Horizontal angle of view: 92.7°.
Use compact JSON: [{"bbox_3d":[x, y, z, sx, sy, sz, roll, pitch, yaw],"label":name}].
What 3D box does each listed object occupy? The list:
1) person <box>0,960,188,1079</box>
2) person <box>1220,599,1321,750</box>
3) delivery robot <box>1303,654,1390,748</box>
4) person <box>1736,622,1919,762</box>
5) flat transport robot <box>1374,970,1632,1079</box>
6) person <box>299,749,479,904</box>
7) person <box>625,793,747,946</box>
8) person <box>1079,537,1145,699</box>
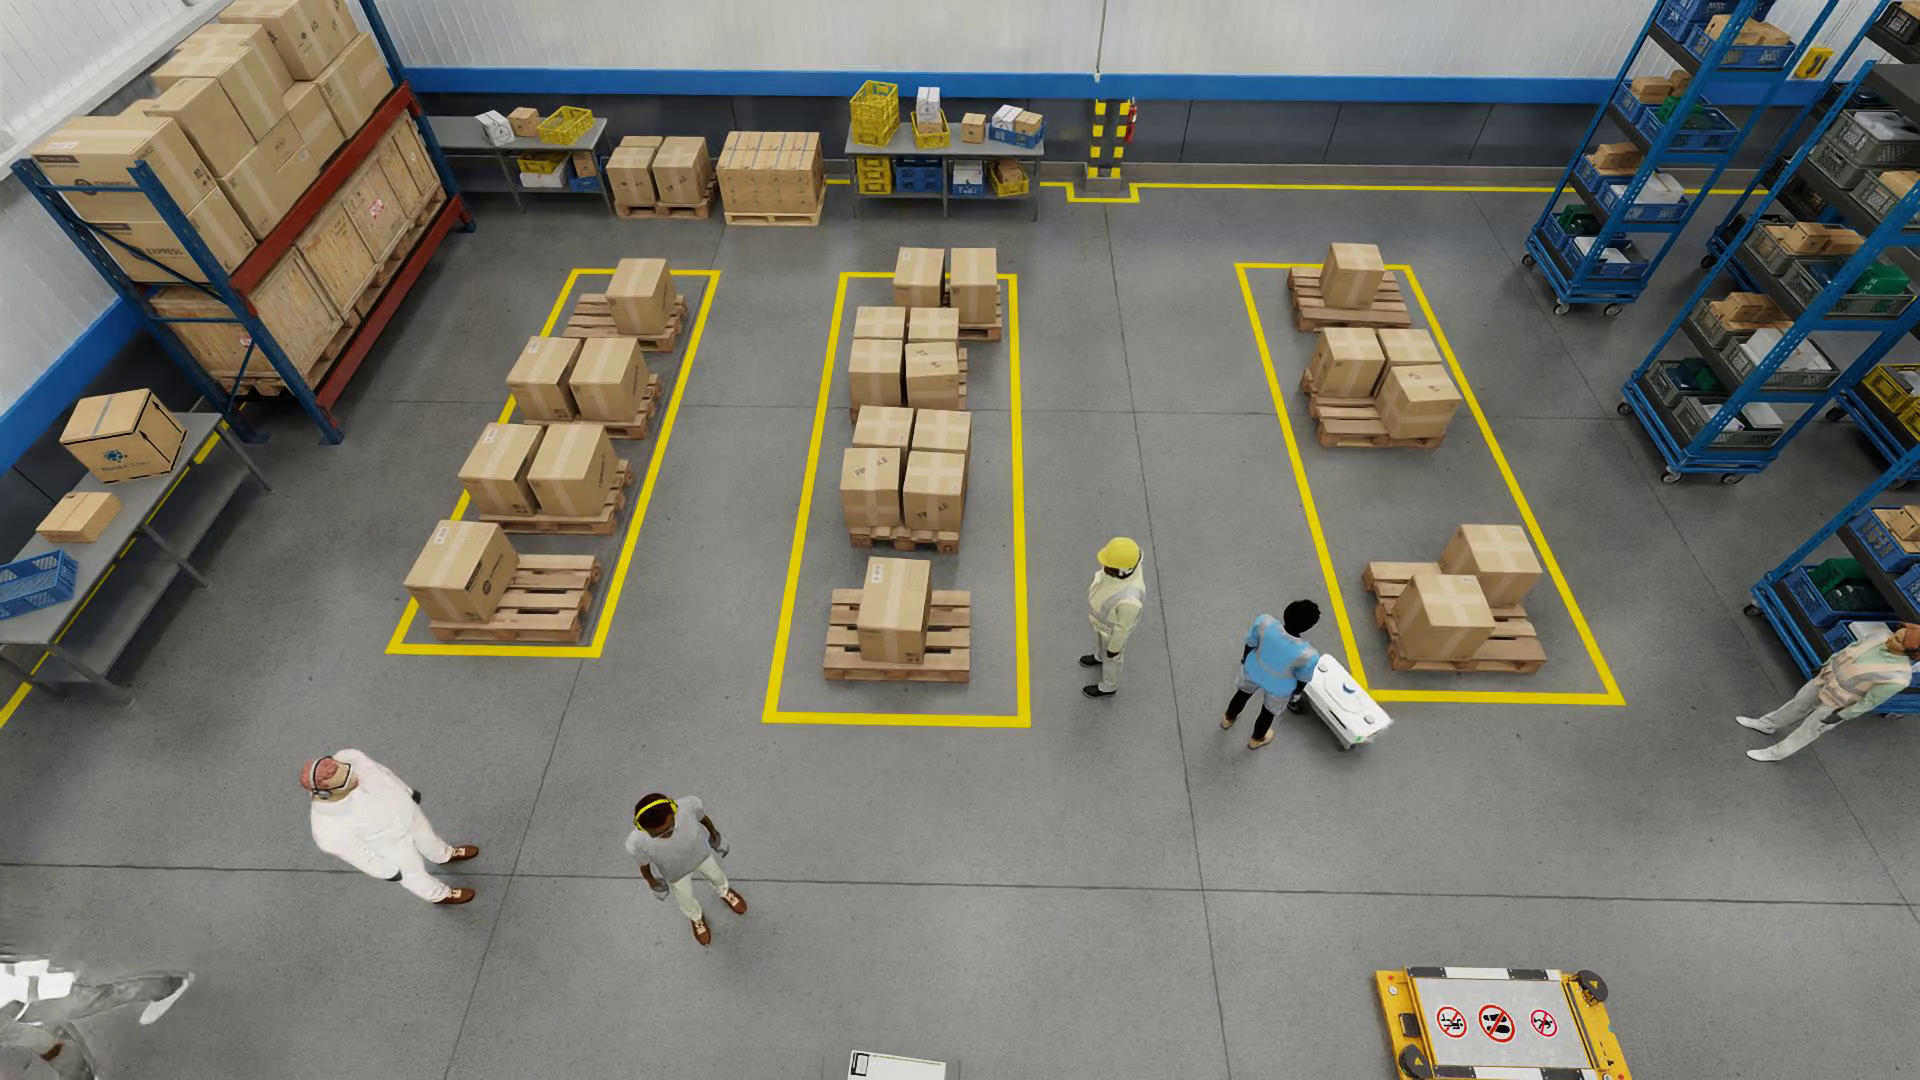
[{"bbox_3d":[-5.355,2.742,5.222,0.604,1.844,0.981,16,53,13],"label":"person"},{"bbox_3d":[2.291,0.988,6.748,0.318,1.695,0.539,-36,59,-26],"label":"person"},{"bbox_3d":[3.001,1.259,7.202,0.477,0.478,0.707,-23,54,-17],"label":"delivery robot"},{"bbox_3d":[6.386,1.112,6.684,0.307,1.641,0.512,13,52,10],"label":"person"},{"bbox_3d":[3.501,3.133,5.914,1.431,0.197,0.652,1,51,1],"label":"flat transport robot"},{"bbox_3d":[-3.648,1.867,5.907,0.403,1.900,0.647,-8,51,-7],"label":"person"},{"bbox_3d":[-1.711,2.042,5.780,0.537,1.869,0.312,-35,59,-25],"label":"person"},{"bbox_3d":[1.157,0.589,6.995,0.403,1.824,0.597,-1,51,0],"label":"person"}]
